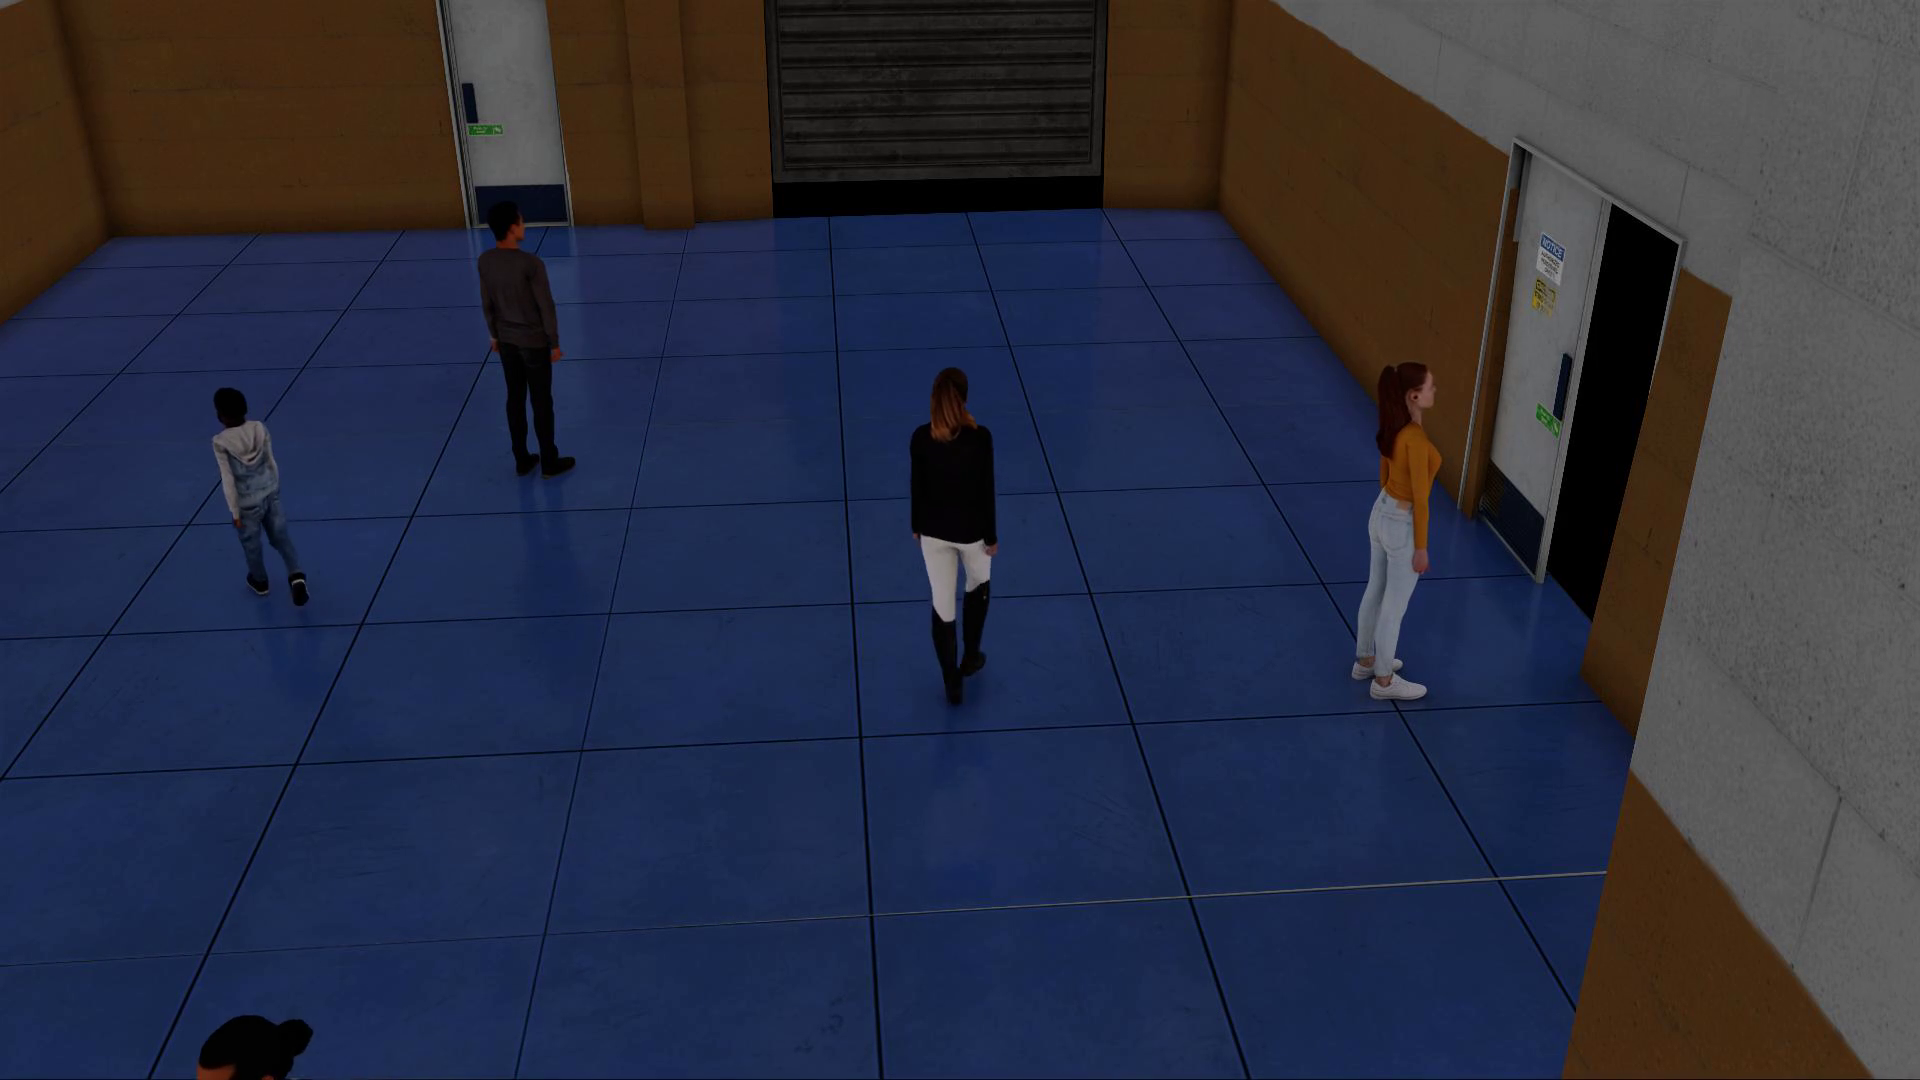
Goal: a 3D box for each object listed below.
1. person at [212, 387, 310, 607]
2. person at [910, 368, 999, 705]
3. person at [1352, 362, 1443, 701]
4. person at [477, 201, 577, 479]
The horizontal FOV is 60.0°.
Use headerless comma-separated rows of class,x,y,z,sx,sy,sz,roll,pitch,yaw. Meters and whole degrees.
person,-3.786,-0.224,8.987,0.812,1.248,0.823,-24,35,-38
person,-0.037,0.032,7.942,0.633,1.718,0.707,3,27,6
person,2.124,-0.046,8.080,0.601,1.750,0.592,-5,27,-9
person,-2.749,-1.237,10.412,0.622,1.766,0.775,21,34,35
